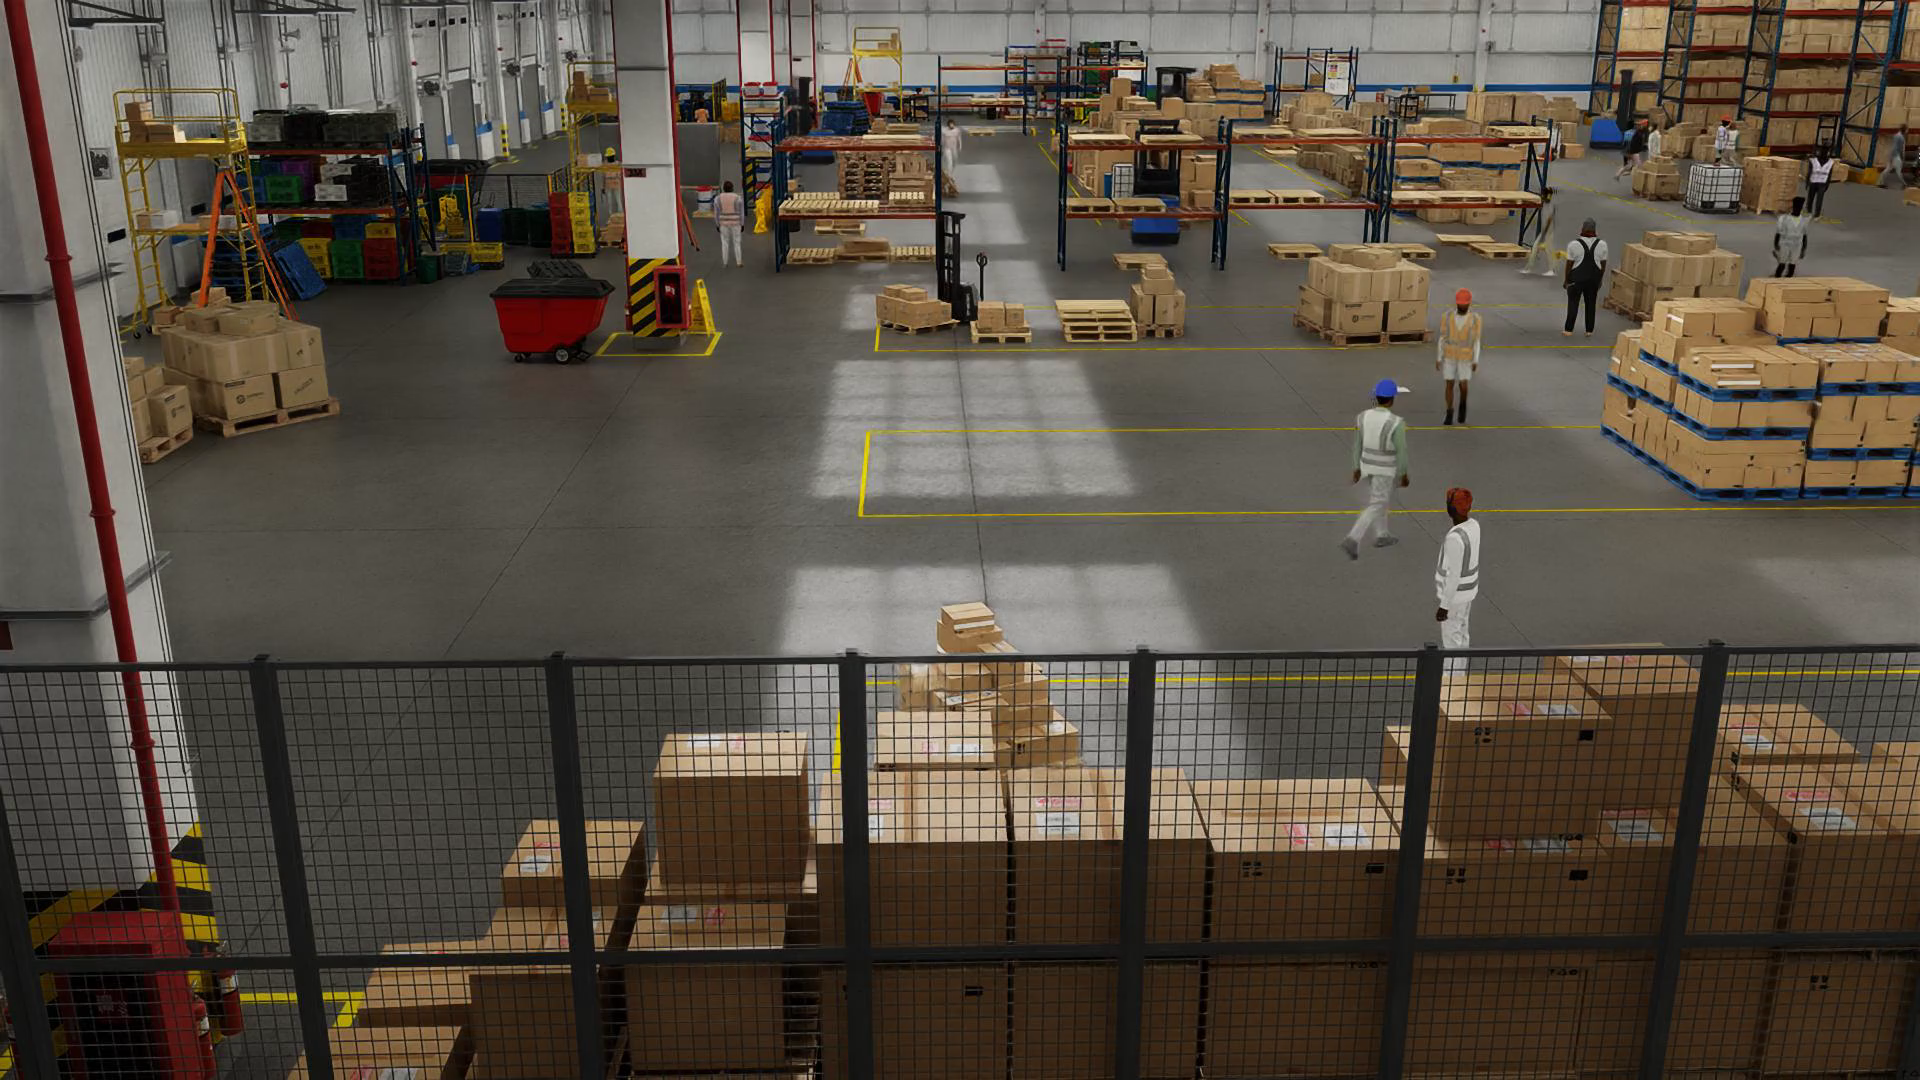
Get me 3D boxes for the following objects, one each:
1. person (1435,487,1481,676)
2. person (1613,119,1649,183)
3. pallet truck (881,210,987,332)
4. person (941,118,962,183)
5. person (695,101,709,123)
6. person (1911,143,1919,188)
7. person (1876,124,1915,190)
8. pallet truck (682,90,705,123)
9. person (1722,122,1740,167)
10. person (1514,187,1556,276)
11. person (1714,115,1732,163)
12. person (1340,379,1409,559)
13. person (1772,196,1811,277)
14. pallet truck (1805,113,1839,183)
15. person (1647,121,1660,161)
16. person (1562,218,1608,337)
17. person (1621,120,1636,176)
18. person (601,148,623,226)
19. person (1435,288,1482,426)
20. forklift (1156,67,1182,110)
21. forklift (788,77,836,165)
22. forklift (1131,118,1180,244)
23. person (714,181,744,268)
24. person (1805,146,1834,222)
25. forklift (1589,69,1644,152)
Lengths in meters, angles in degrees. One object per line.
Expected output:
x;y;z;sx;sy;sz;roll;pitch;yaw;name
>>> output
4.169;0.462;14.037;0.362;1.883;0.576;12;22;31;person
20.162;-11.653;49.891;0.921;1.950;0.642;9;21;24;person
-0.493;-4.759;29.349;1.885;1.965;0.823;-13;23;-34;pallet truck
-0.280;-11.846;50.523;0.631;1.915;0.810;-5;19;-13;person
-9.360;-15.078;60.422;0.535;1.698;0.318;-6;19;-16;person
28.300;-11.226;49.005;0.577;1.675;0.547;2;19;5;person
27.493;-11.212;48.663;1.042;1.878;0.649;12;22;31;person
-9.671;-15.907;62.421;0.823;1.965;1.885;5;19;15;pallet truck
24.295;-12.358;52.473;0.519;1.627;0.459;-1;19;-2;person
11.984;-6.354;34.346;0.930;1.826;0.576;-1;19;-2;person
23.520;-12.140;51.364;0.385;1.930;0.540;11;21;29;person
4.403;-0.761;17.631;0.940;1.913;0.606;-10;21;-28;person
15.998;-5.644;32.033;0.630;1.955;0.426;2;19;6;person
26.403;-11.957;50.702;0.823;1.965;1.885;6;19;16;pallet truck
20.433;-11.367;49.084;0.406;1.925;0.635;3;19;9;person
10.680;-4.501;28.518;0.673;2.000;0.535;2;19;6;person
20.993;-12.307;52.204;0.540;1.696;0.317;-11;21;-29;person
-8.657;-8.813;41.501;0.584;1.917;0.381;1;19;4;person
6.817;-2.505;22.794;0.551;1.918;0.410;8;20;23;person
7.674;-16.089;61.599;1.129;2.768;1.873;-9;21;-25;forklift
-5.106;-13.900;55.106;1.873;2.768;1.129;-1;19;-1;forklift
4.592;-8.407;38.810;1.129;2.768;1.873;2;19;5;forklift
-4.887;-6.704;35.363;0.626;1.842;0.429;0;19;0;person
21.914;-9.121;42.476;0.590;1.887;0.917;7;20;20;person
23.763;-15.431;59.648;1.873;2.768;1.129;9;21;25;forklift
